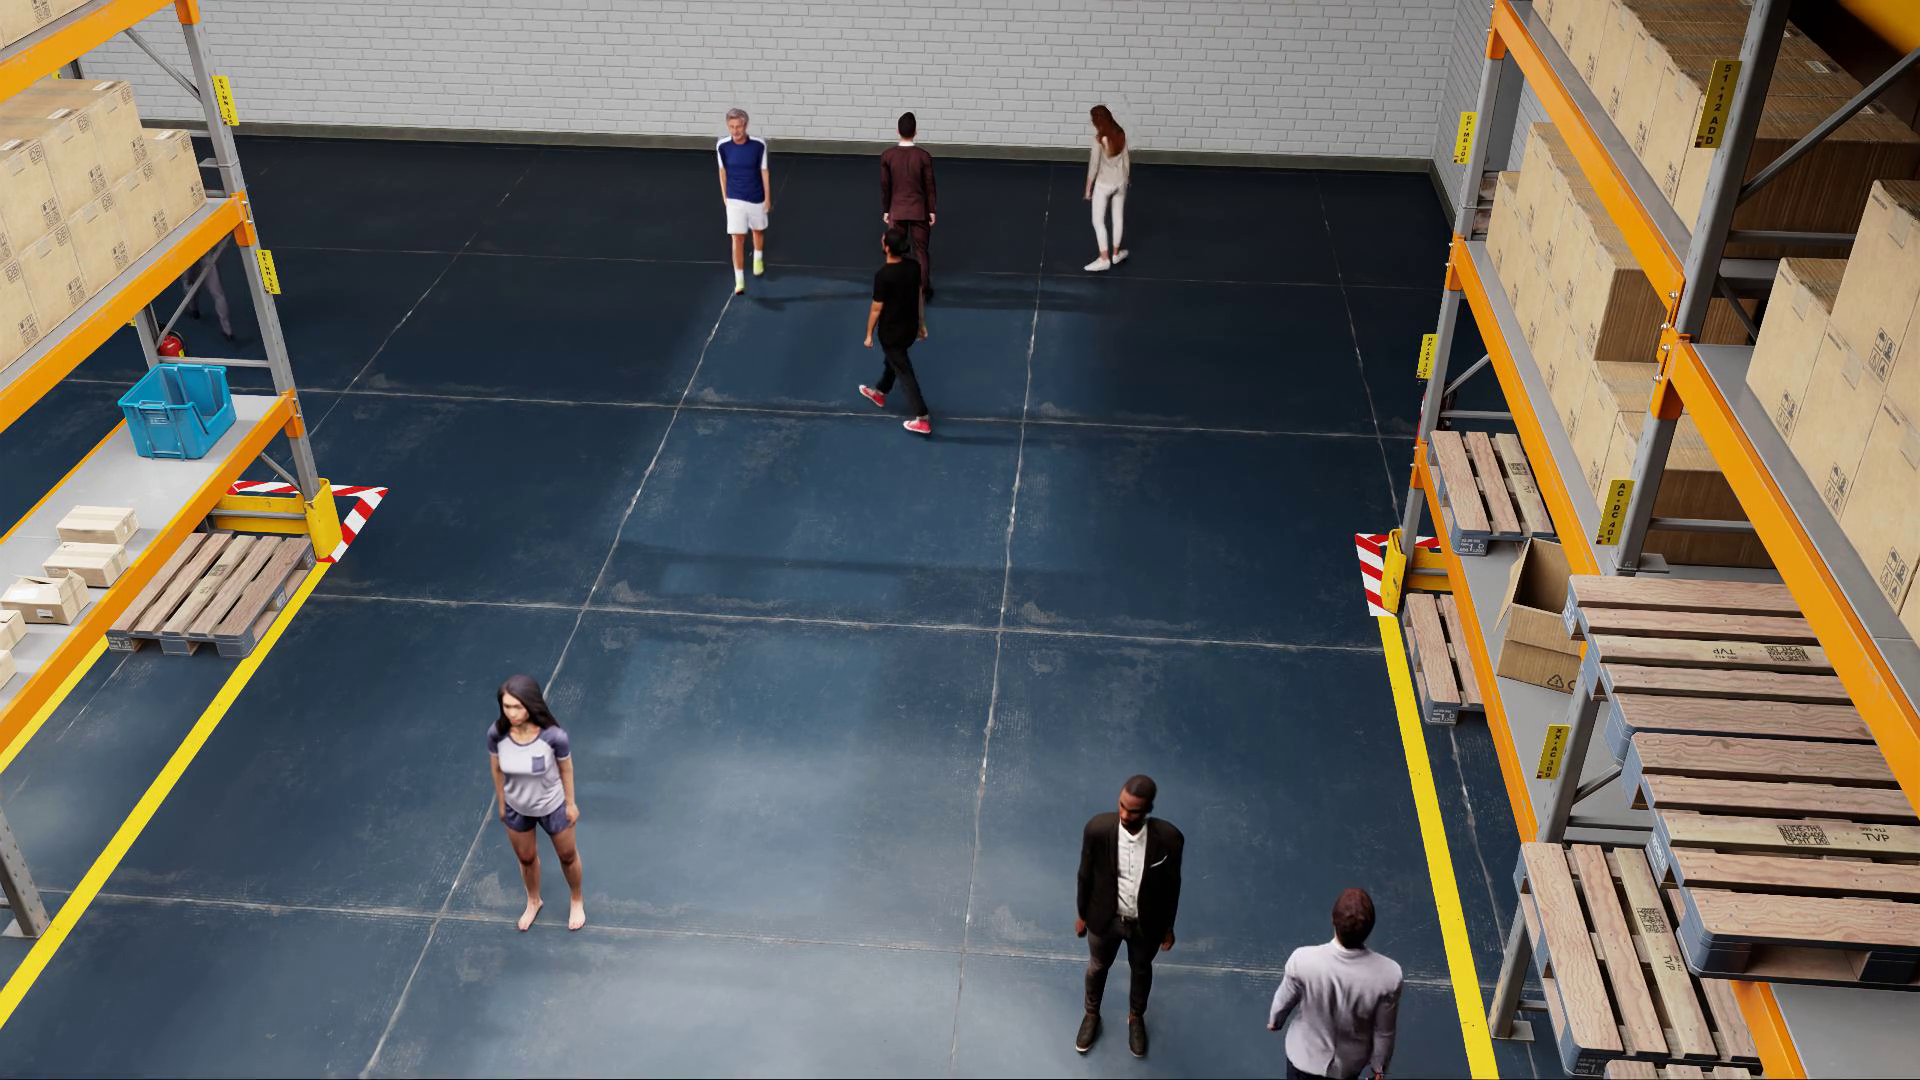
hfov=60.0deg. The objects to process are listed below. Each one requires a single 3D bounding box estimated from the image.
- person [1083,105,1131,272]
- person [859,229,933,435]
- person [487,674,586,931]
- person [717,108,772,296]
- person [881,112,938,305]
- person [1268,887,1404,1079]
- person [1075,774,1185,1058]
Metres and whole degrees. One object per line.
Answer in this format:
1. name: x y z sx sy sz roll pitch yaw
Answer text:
1. person: 1.534 -3.513 16.474 0.845 1.678 0.853 -10 35 -15
2. person: -0.449 -1.672 13.675 1.136 1.712 1.178 25 41 33
3. person: -2.286 1.419 9.029 0.590 1.706 0.520 2 34 3
4. person: -2.049 -3.331 16.105 0.782 1.783 1.195 -3 34 -5
5. person: -0.481 -3.111 15.701 0.666 1.866 0.581 2 34 4
6. person: 1.663 2.373 7.493 0.701 1.817 1.068 3 34 5
7. person: 0.827 1.862 8.277 0.664 1.800 0.554 4 34 7
